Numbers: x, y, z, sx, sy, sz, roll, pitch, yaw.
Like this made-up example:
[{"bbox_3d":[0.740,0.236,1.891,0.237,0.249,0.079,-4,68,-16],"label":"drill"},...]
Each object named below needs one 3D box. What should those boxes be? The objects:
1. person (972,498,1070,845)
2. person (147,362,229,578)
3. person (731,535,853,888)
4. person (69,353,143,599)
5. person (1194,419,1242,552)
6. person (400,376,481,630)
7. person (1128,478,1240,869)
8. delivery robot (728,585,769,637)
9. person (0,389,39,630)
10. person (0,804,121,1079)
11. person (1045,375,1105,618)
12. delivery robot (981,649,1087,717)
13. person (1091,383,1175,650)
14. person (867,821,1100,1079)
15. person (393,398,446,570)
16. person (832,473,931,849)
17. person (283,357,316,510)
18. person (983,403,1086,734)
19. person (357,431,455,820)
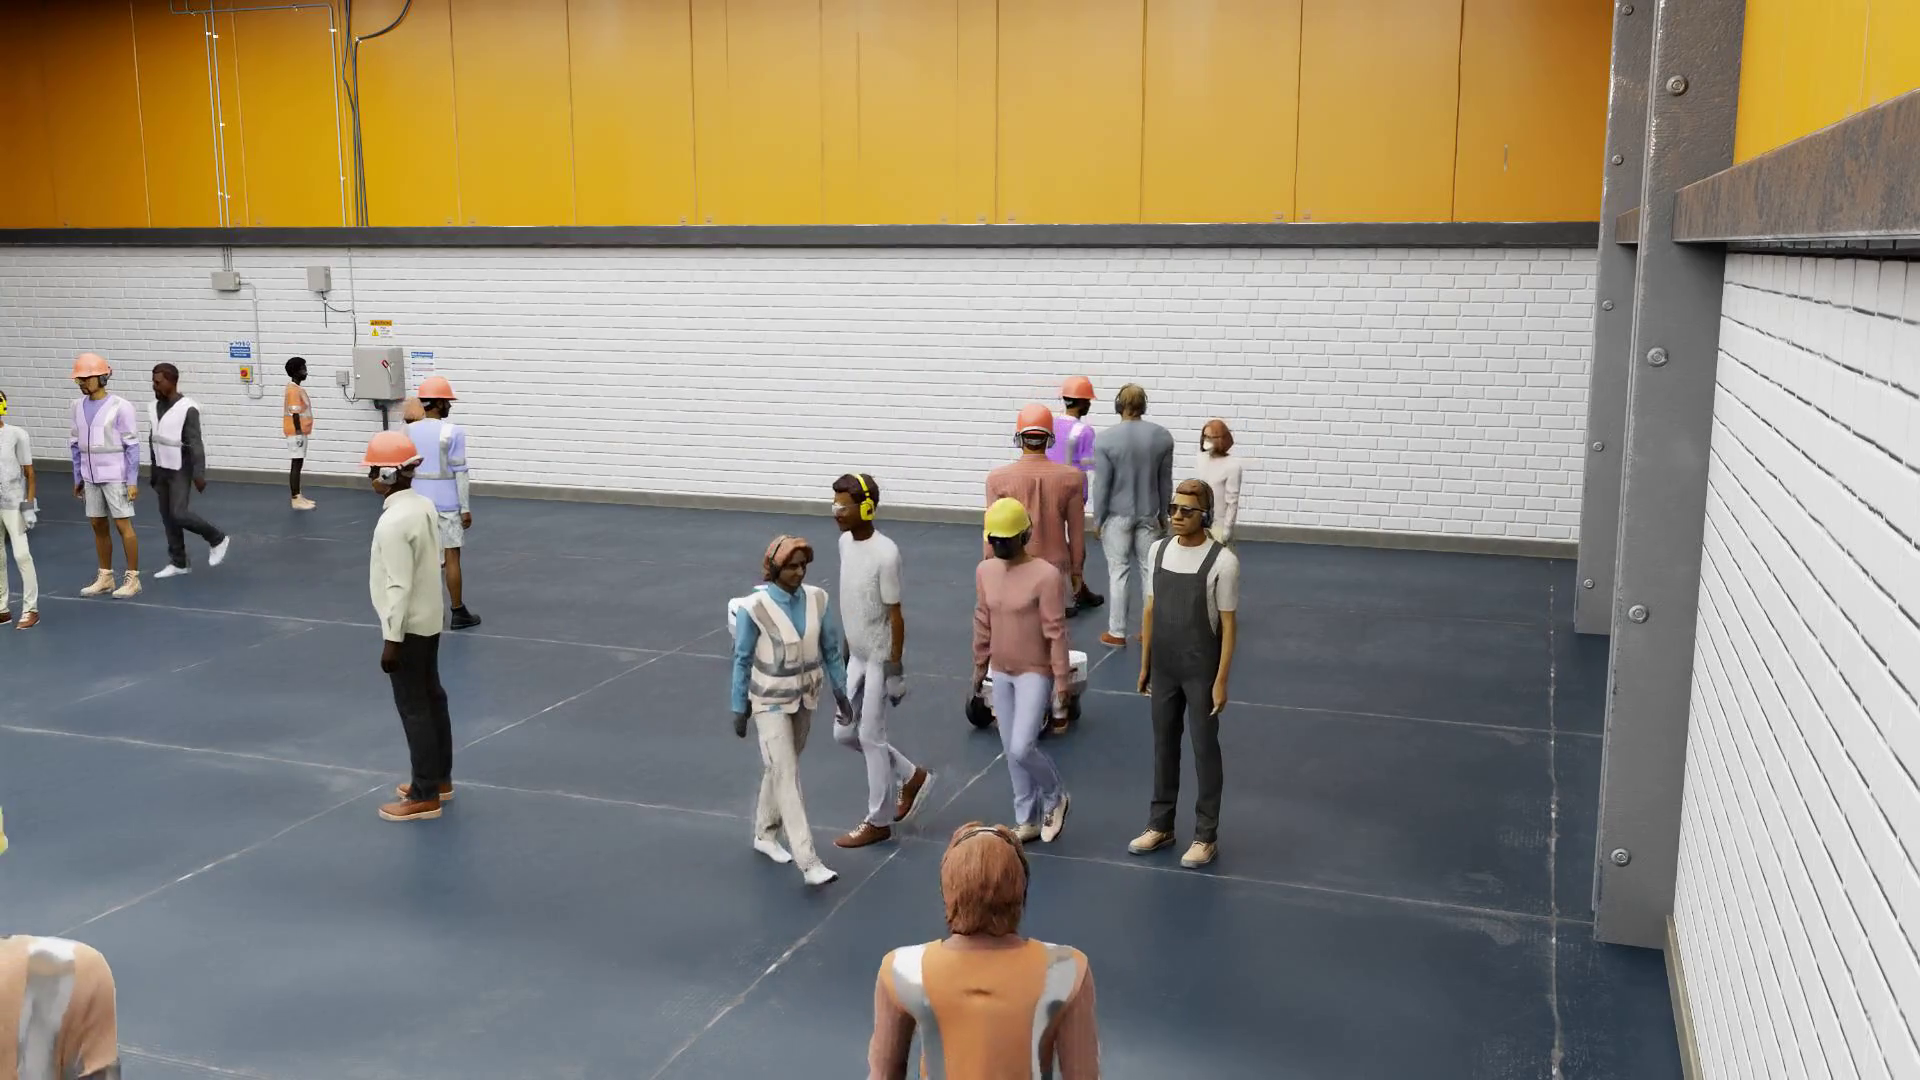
[{"bbox_3d":[0.270,0.650,7.972,0.566,1.735,0.398,9,14,43],"label":"person"},{"bbox_3d":[-6.913,-0.628,14.751,0.595,1.902,0.566,6,12,32],"label":"person"},{"bbox_3d":[-0.730,0.780,7.653,0.834,1.593,0.529,10,14,44],"label":"person"},{"bbox_3d":[-7.090,-0.522,13.755,0.615,2.041,0.392,3,10,15],"label":"person"},{"bbox_3d":[1.871,-0.099,12.523,0.544,1.614,0.513,-7,12,-35],"label":"person"},{"bbox_3d":[-3.973,-0.278,12.688,0.546,1.934,0.376,3,10,15],"label":"person"},{"bbox_3d":[1.065,0.621,7.871,0.508,1.847,0.345,8,13,39],"label":"person"},{"bbox_3d":[-1.375,0.560,11.587,0.477,0.478,0.707,-4,11,-22],"label":"delivery robot"},{"bbox_3d":[-7.291,-0.242,12.673,0.514,1.870,0.332,1,10,6],"label":"person"},{"bbox_3d":[-2.040,1.387,3.455,0.615,1.873,0.970,-4,11,-22],"label":"person"},{"bbox_3d":[0.960,-0.338,13.102,0.811,1.905,0.568,-6,12,-32],"label":"person"},{"bbox_3d":[0.453,0.822,10.111,0.477,0.478,0.707,9,14,43],"label":"delivery robot"},{"bbox_3d":[1.246,-0.169,12.063,0.636,1.938,0.353,-3,11,-17],"label":"person"},{"bbox_3d":[0.051,1.430,3.957,0.545,1.602,0.780,0,10,0],"label":"person"},{"bbox_3d":[-4.783,-0.457,14.672,0.506,1.583,0.853,0,10,2],"label":"person"},{"bbox_3d":[-0.399,0.575,8.121,0.501,1.852,0.550,-6,12,-30],"label":"person"},{"bbox_3d":[-7.330,-1.182,18.441,0.319,1.695,0.538,-3,11,-19],"label":"person"},{"bbox_3d":[0.439,0.180,9.931,0.624,1.993,0.385,-2,10,-9],"label":"person"},{"bbox_3d":[-2.836,0.433,8.512,0.395,1.992,0.622,0,10,-1],"label":"person"}]
